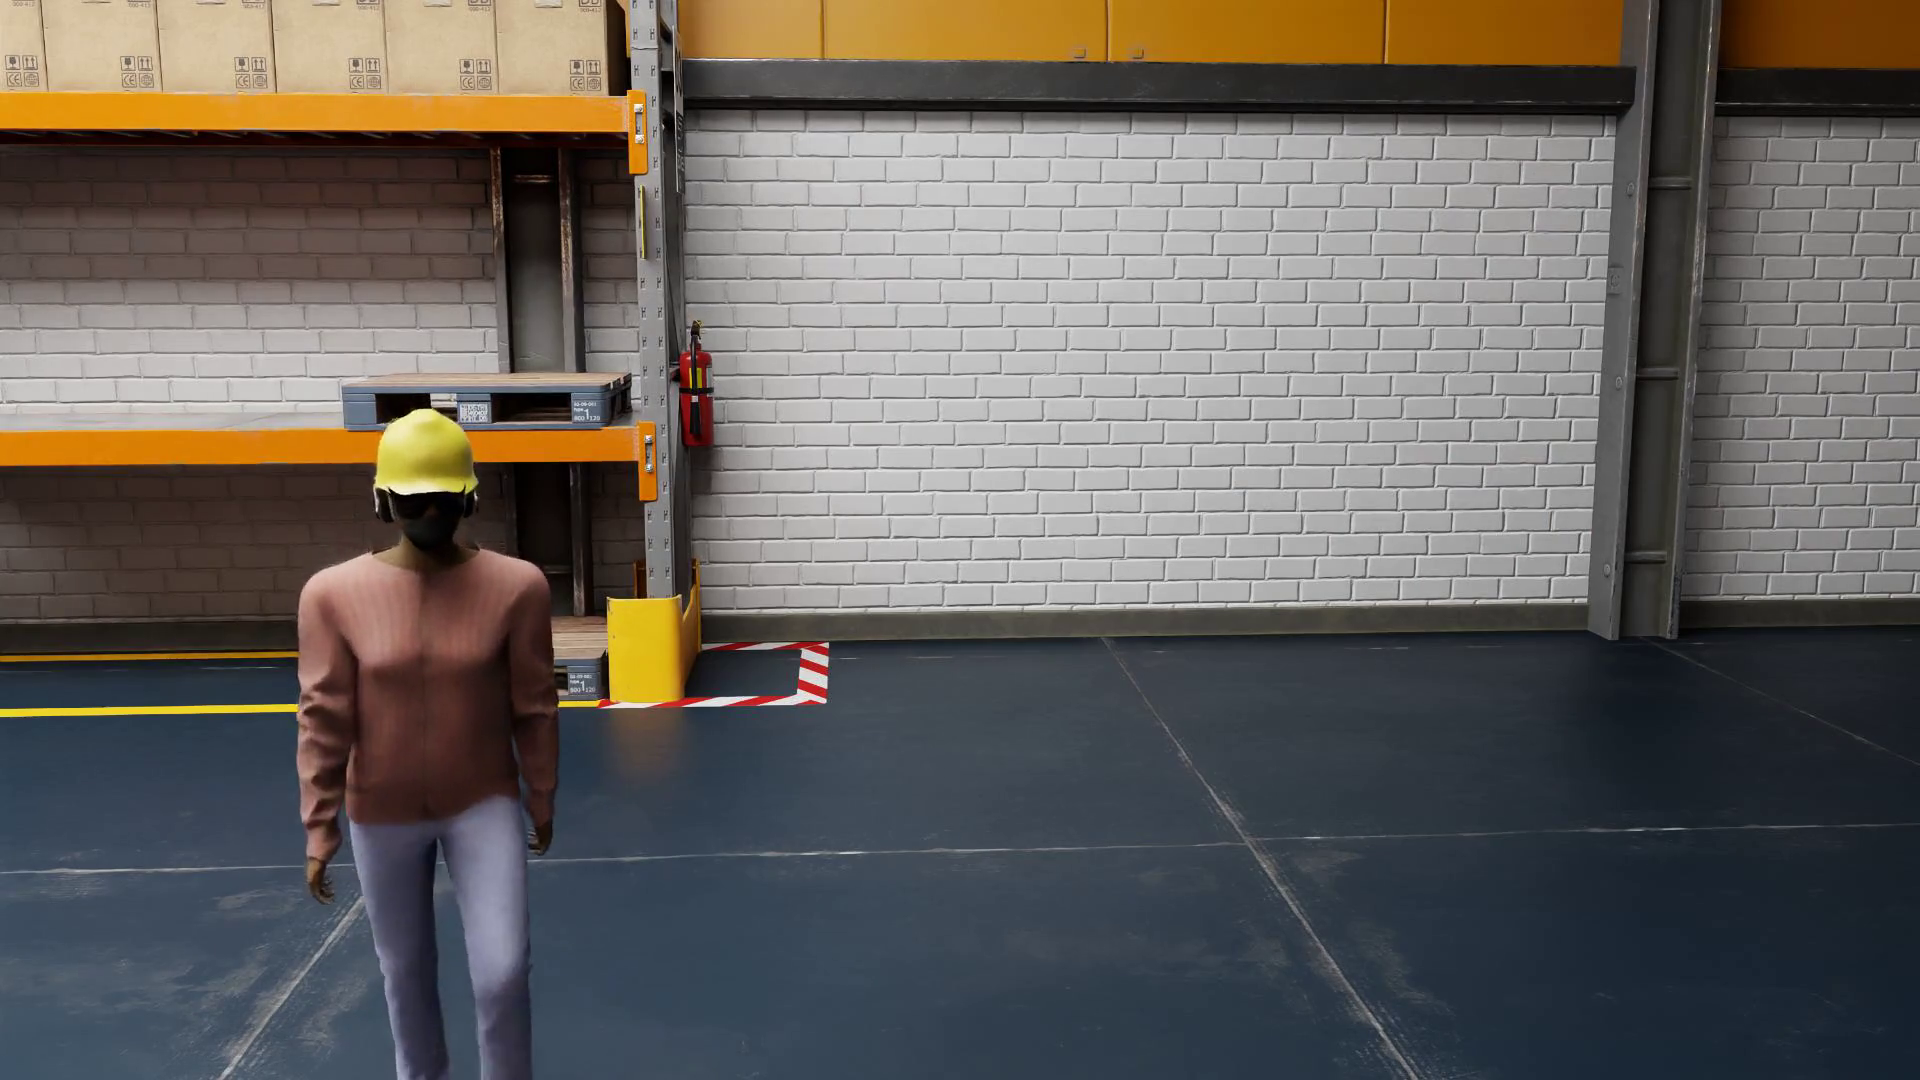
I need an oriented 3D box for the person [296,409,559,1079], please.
[{"bbox_3d":[-1.112,0.599,3.530,0.534,1.746,0.607,-3,9,-16],"label":"person"}]
